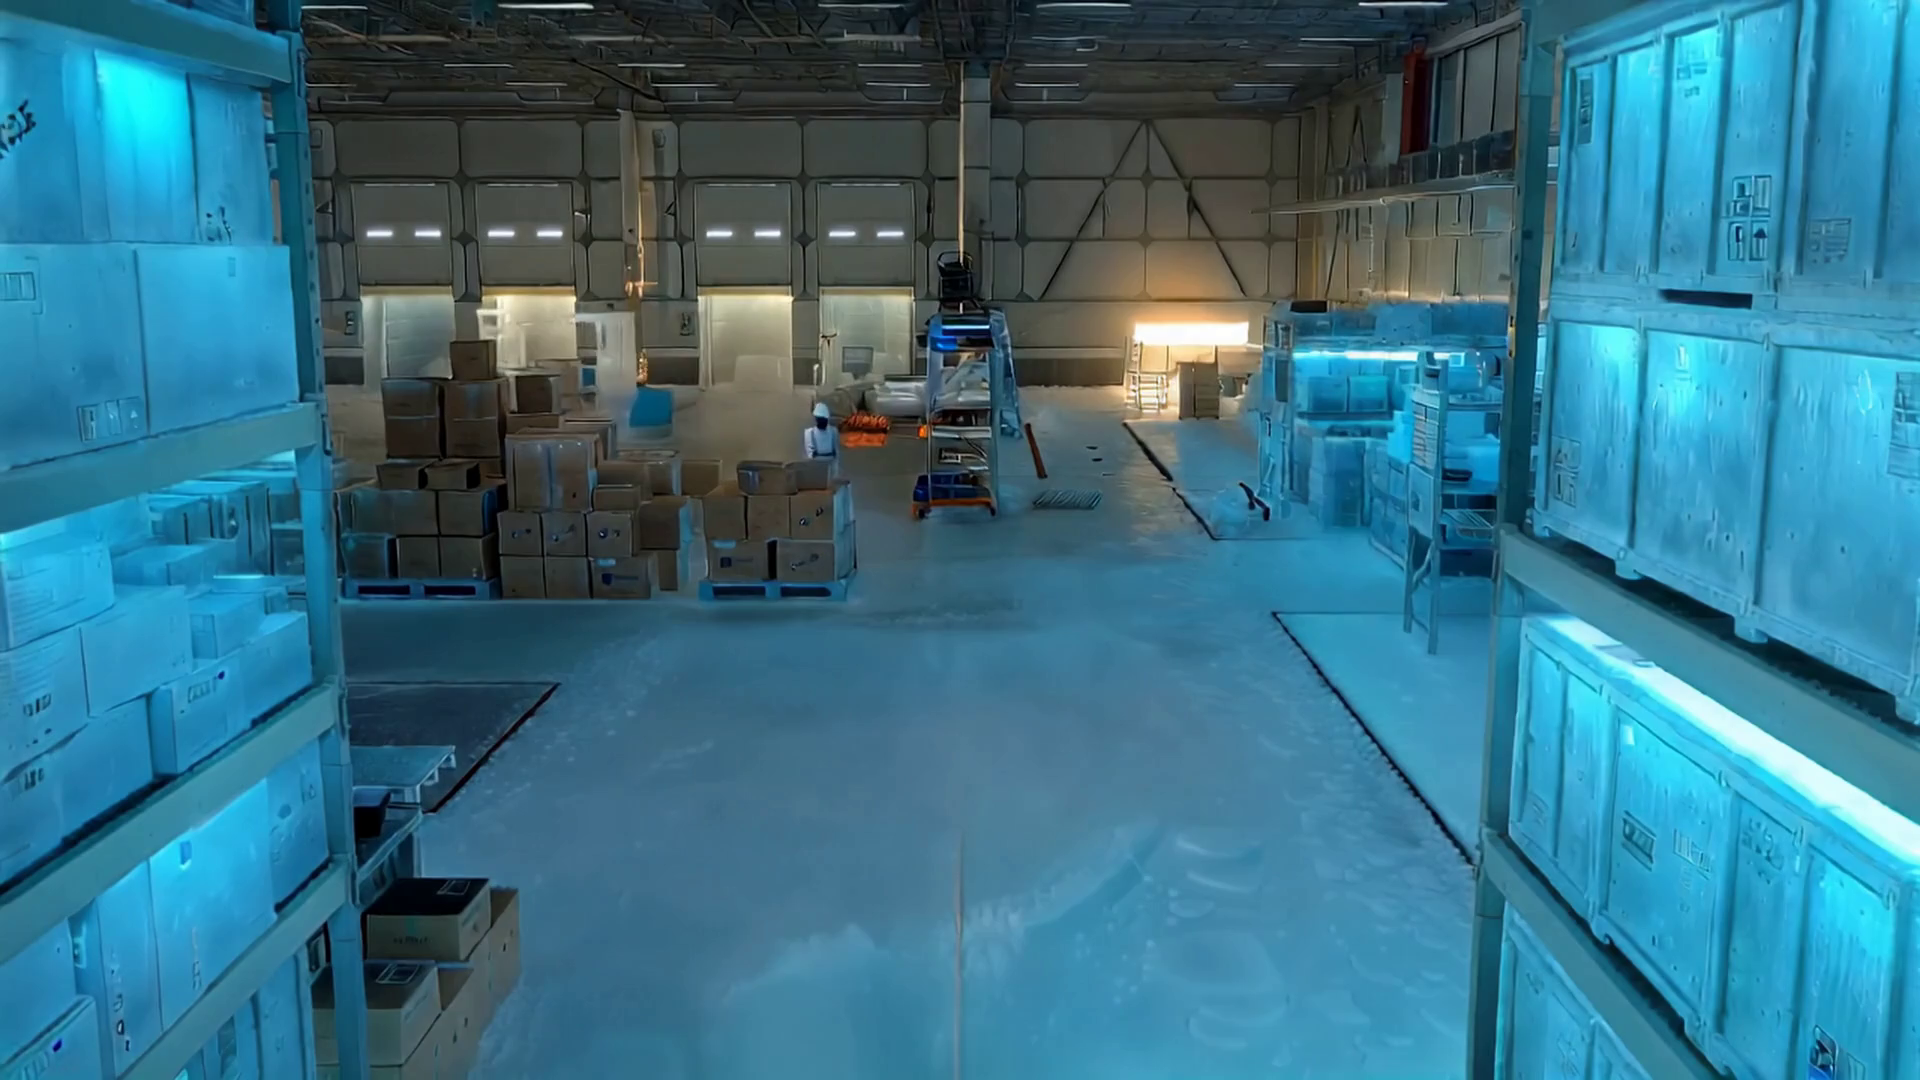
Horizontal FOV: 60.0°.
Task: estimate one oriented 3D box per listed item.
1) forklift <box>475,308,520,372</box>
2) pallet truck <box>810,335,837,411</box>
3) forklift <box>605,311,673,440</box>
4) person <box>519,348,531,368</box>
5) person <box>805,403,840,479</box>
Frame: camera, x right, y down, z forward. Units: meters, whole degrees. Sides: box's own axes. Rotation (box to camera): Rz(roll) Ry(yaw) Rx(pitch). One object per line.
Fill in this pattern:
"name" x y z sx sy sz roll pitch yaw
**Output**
"forklift" -10.763 -4.011 38.844 1.129 2.768 1.873 0 10 1
"pallet truck" -3.021 -4.312 43.126 1.885 1.965 0.823 3 10 17
"forklift" -7.424 -3.634 36.666 1.873 2.768 1.129 -7 12 -36
"person" -11.253 -4.109 42.822 0.533 1.697 0.319 -8 13 -40
"person" -2.032 -1.066 24.601 0.545 1.925 0.503 -3 10 -19
